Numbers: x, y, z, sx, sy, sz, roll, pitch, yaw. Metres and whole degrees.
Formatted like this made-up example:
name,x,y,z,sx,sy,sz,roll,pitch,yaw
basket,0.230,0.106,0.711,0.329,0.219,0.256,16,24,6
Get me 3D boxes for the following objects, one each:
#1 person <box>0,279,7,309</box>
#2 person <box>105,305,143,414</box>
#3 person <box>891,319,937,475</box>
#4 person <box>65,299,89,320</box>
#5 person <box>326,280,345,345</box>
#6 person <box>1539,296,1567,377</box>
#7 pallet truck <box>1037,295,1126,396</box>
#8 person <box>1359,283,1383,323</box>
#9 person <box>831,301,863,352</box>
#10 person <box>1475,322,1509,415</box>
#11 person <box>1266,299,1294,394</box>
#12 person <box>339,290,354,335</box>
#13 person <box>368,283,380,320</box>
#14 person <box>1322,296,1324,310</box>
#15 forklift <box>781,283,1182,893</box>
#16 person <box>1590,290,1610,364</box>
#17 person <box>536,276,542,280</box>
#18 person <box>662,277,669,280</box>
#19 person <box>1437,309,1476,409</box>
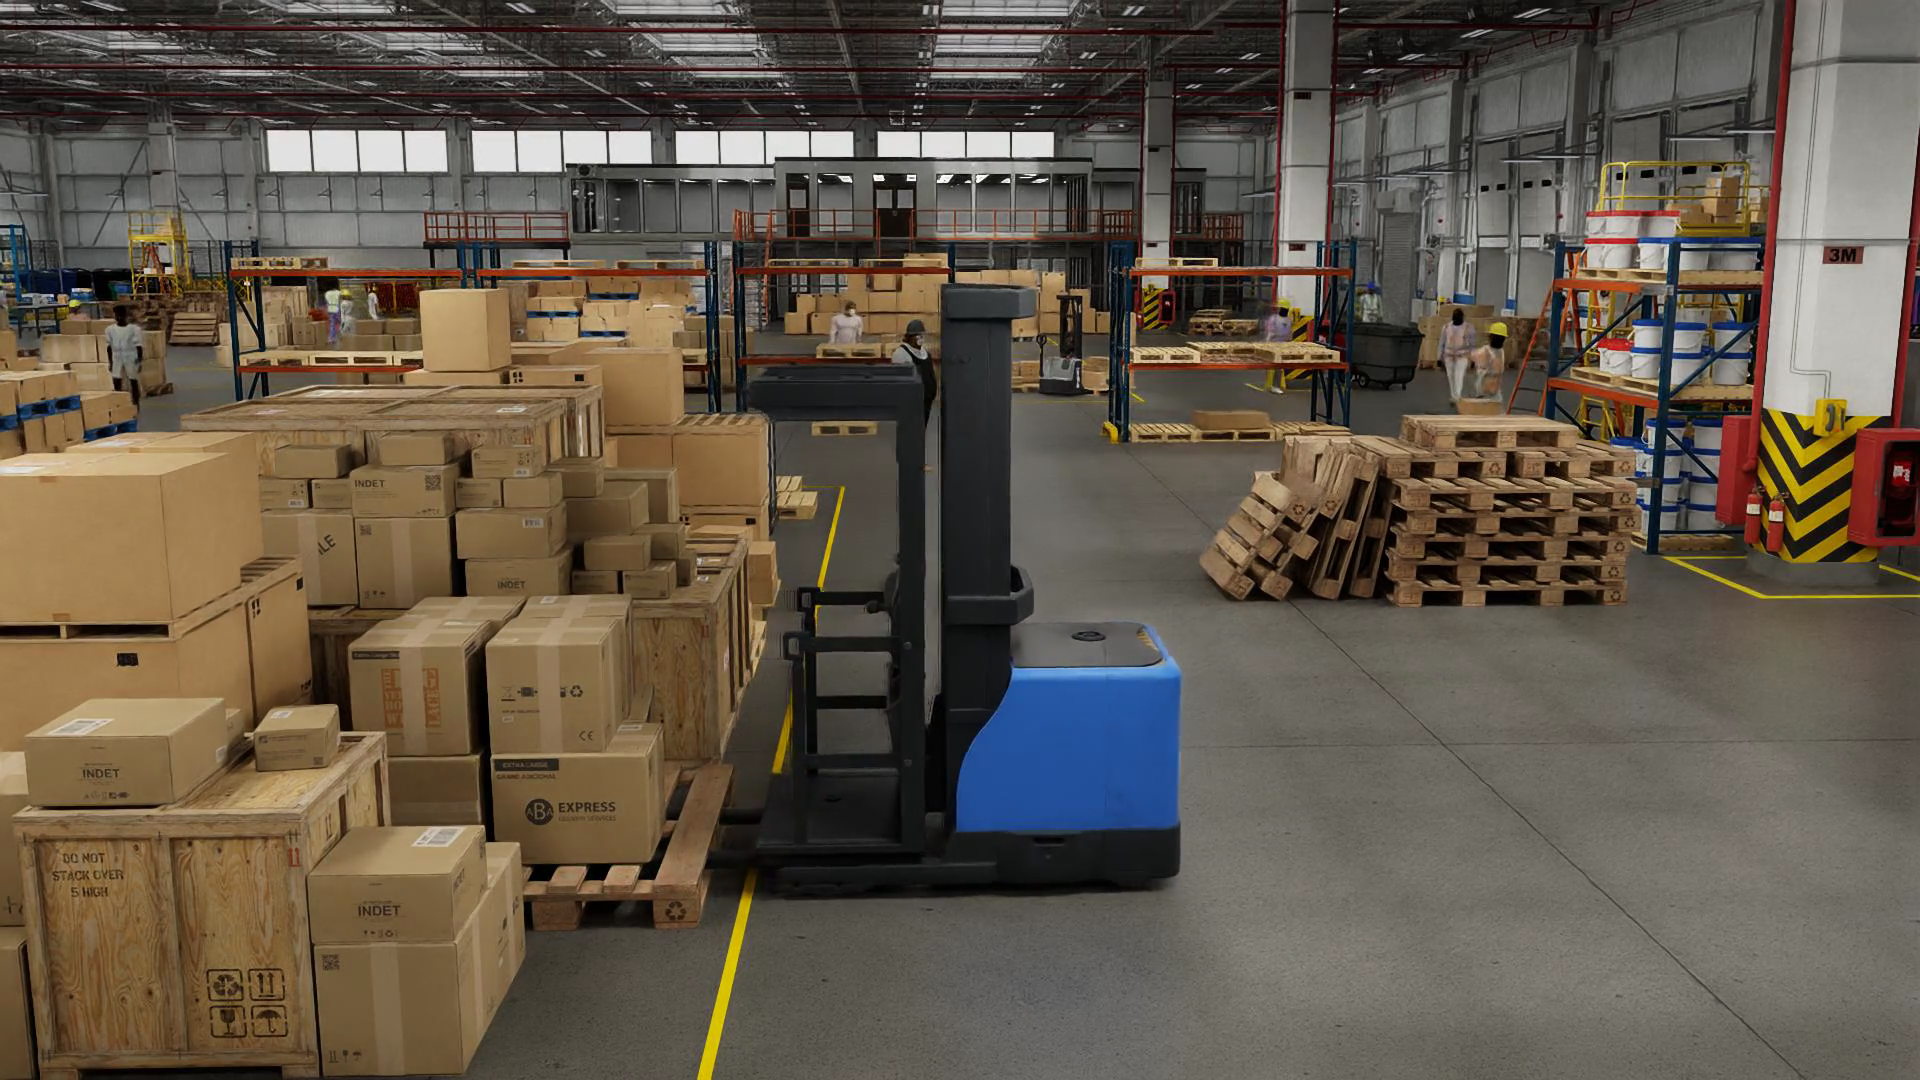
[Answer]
name,x,y,z,sx,sy,sz,roll,pitch,yaw
person,-31.224,-7.574,54.102,0.404,1.827,0.599,2,10,11
person,-14.563,-3.104,28.928,0.635,1.919,0.959,-1,10,-8
person,-0.556,-1.858,21.673,0.535,2.000,0.686,7,12,35
person,-19.816,-4.528,37.353,0.530,1.752,0.356,1,10,6
person,-18.369,-6.707,49.085,0.641,1.895,0.688,3,11,17
person,13.212,-4.492,36.911,0.502,1.849,0.564,5,11,27
pallet truck,2.483,-3.881,33.060,1.885,1.965,0.823,-7,13,-36
person,11.462,-6.237,46.458,0.600,1.906,0.992,-1,10,-7
person,-2.248,-3.813,33.037,0.646,1.876,1.058,-1,10,-6
person,7.492,-2.109,23.426,0.619,1.903,0.571,-7,12,-34
person,6.436,-3.847,33.125,0.607,1.897,0.642,-7,12,-33
person,-16.686,-5.942,45.288,0.402,1.728,0.504,3,11,18
person,-16.736,-6.420,47.575,0.319,1.865,0.521,-8,13,-38
person,11.438,-7.462,53.485,0.456,1.825,0.638,-6,12,-28
forklift,0.090,0.173,8.014,1.873,2.768,1.129,0,10,-2
person,16.024,-5.383,41.430,0.375,1.997,0.612,-2,10,-9
person,-16.874,-9.829,66.776,0.956,1.796,0.519,9,14,41
person,-9.742,-7.852,55.539,0.574,1.883,0.891,9,13,40
person,9.027,-3.304,30.376,0.654,1.801,0.934,6,12,32
